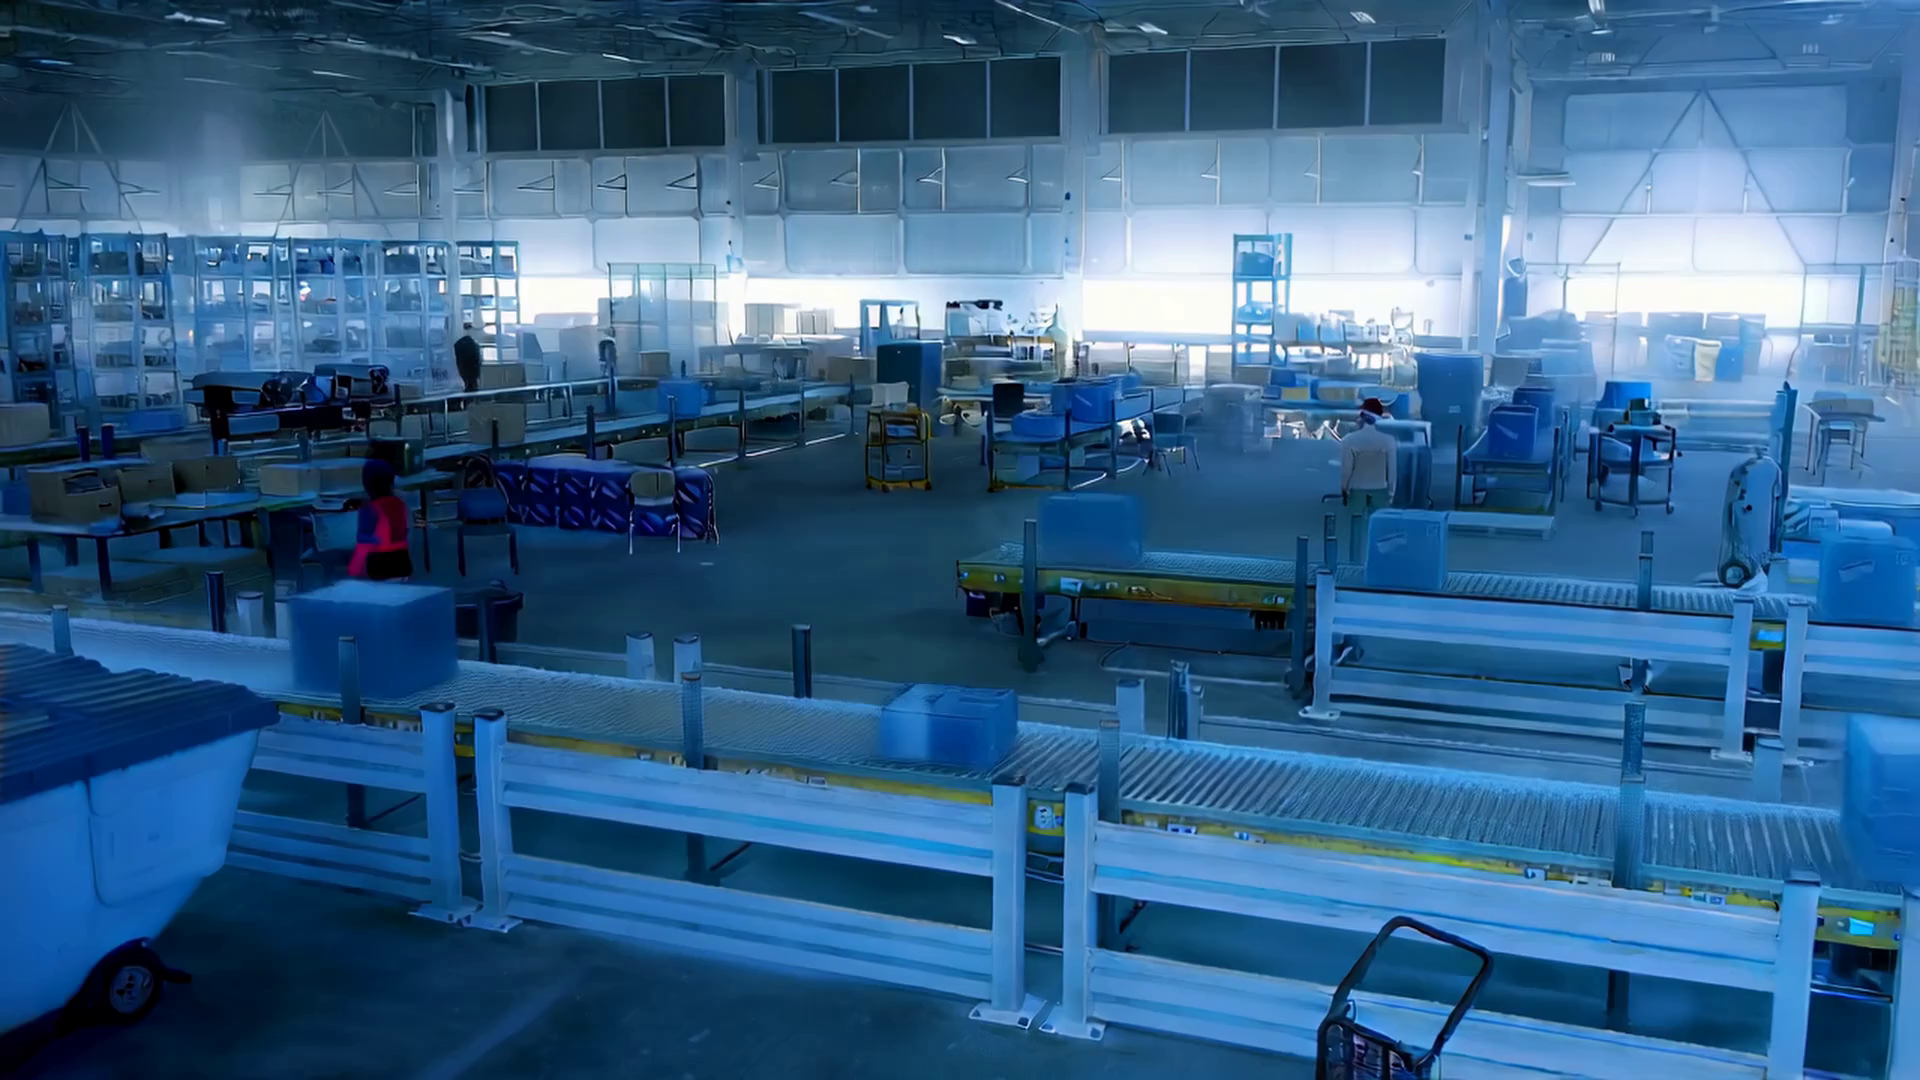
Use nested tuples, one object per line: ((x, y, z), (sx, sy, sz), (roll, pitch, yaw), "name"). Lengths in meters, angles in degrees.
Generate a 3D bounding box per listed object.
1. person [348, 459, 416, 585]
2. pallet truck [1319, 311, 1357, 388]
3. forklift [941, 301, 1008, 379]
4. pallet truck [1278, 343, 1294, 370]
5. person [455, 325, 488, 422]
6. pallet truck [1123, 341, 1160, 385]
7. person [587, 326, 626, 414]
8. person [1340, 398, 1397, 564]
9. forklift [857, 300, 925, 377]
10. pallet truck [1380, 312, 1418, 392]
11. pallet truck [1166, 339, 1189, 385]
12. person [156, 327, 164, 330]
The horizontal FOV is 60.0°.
((-4.113, 0.243, 11.988), (0.863, 1.653, 0.538), (1, 9, 6), "person")
((9.071, -4.419, 39.190), (0.823, 1.965, 1.885), (5, 10, 26), "pallet truck")
((0.365, -4.966, 41.571), (1.157, 1.987, 2.680), (3, 10, 20), "forklift")
((7.886, -4.163, 39.743), (0.653, 1.274, 1.630), (4, 10, 22), "pallet truck")
((-9.480, -3.260, 32.566), (0.652, 1.878, 0.766), (7, 12, 36), "person")
((4.445, -4.380, 41.279), (0.680, 1.201, 1.601), (4, 10, 22), "pallet truck")
((-7.231, -3.465, 33.989), (0.740, 1.810, 0.605), (-8, 12, -39), "person")
((3.934, -0.483, 16.044), (0.533, 1.767, 0.326), (2, 10, 15), "person")
((-1.732, -5.109, 42.468), (1.157, 1.987, 2.680), (4, 10, 22), "forklift")
((10.207, -4.283, 38.369), (0.823, 1.965, 1.885), (3, 10, 20), "pallet truck")
((5.418, -4.269, 40.420), (0.704, 1.261, 1.522), (3, 10, 20), "pallet truck")
((-17.962, -4.044, 37.434), (0.575, 1.830, 0.410), (-6, 11, -34), "person")
